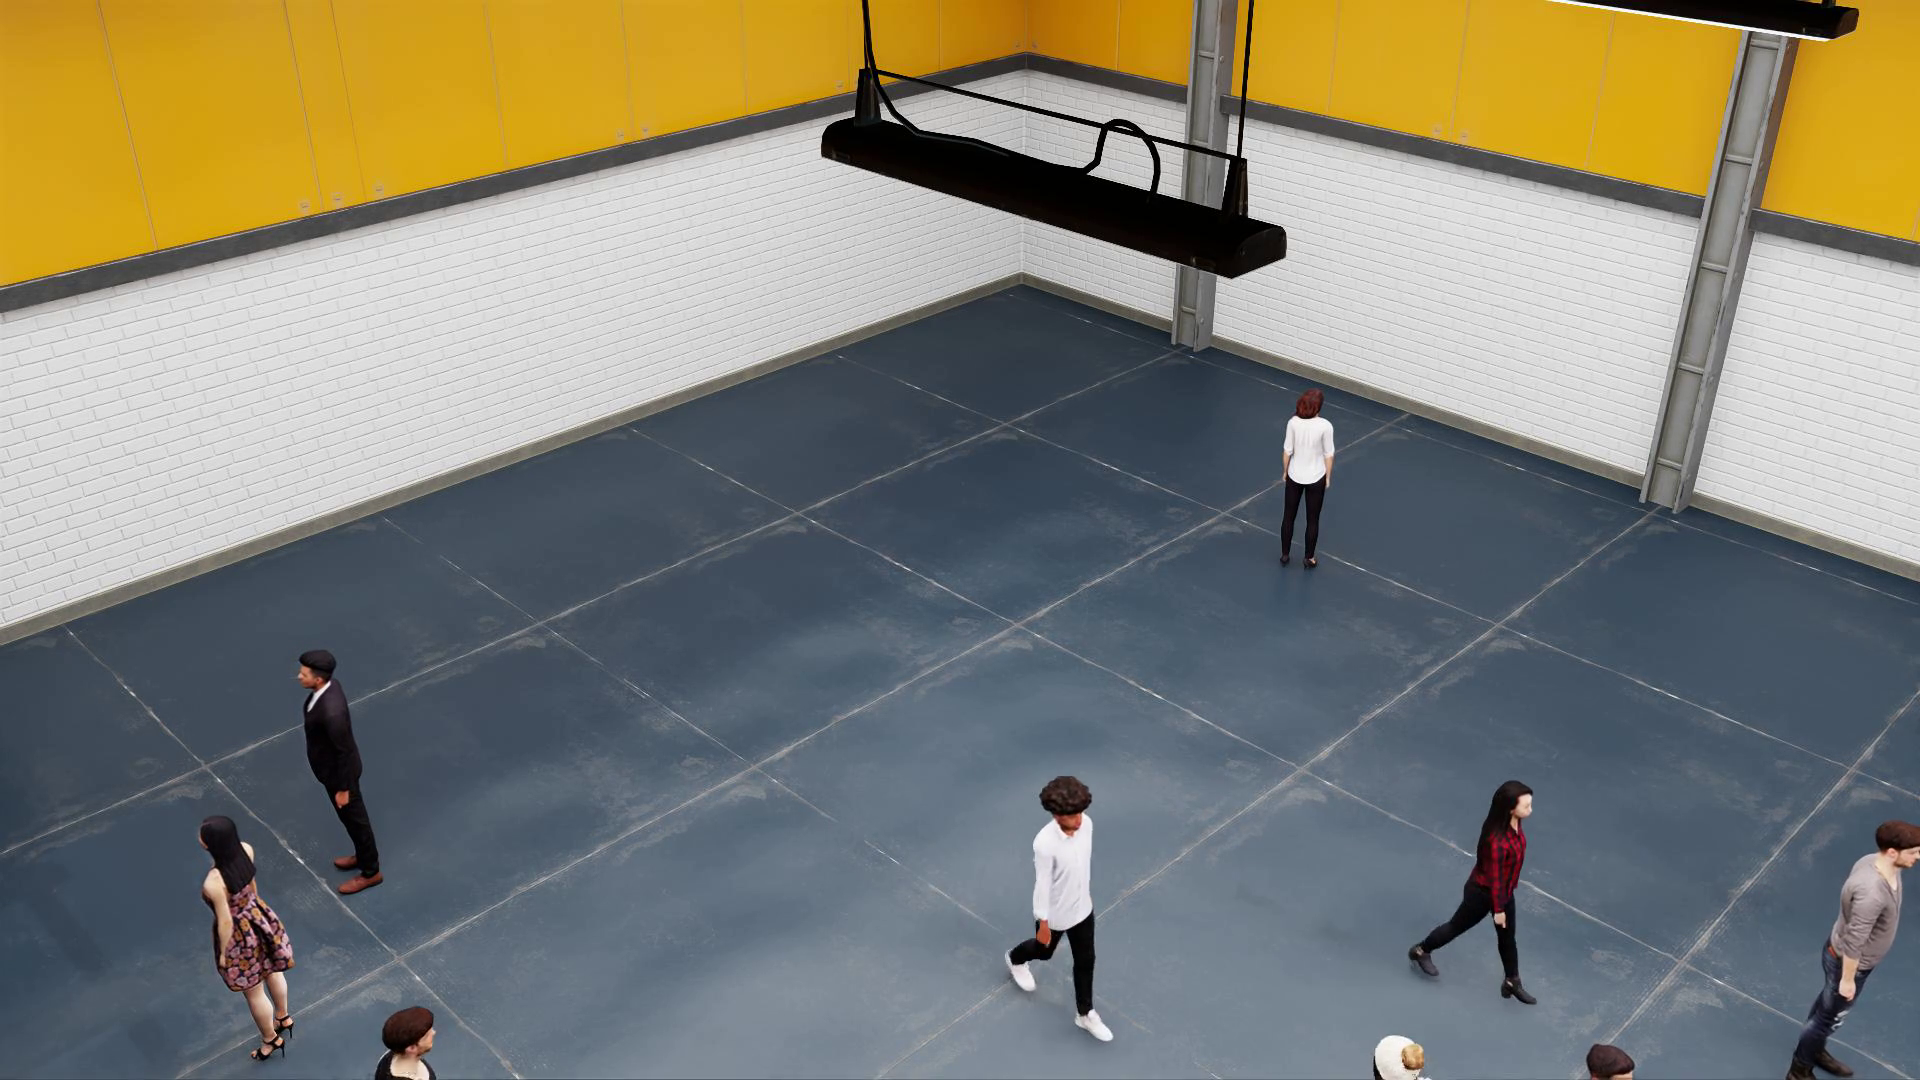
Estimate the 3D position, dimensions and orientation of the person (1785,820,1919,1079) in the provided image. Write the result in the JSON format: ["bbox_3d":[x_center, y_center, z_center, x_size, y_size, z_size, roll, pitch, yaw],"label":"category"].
[{"bbox_3d":[5.159,2.405,9.637,0.609,1.903,0.703,20,35,32],"label":"person"}]

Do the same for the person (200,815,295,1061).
[{"bbox_3d":[-4.246,2.351,9.870,0.854,1.775,0.804,3,29,6],"label":"person"}]

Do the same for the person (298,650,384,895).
[{"bbox_3d":[-4.183,1.535,11.251,0.823,1.884,0.636,-12,31,-21],"label":"person"}]

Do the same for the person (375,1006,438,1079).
[{"bbox_3d":[-2.775,3.130,8.330,0.851,1.881,0.713,-11,31,-20],"label":"person"}]

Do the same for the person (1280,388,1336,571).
[{"bbox_3d":[3.148,-0.546,15.160,0.582,1.795,0.732,12,31,20],"label":"person"}]

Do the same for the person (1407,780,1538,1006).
[{"bbox_3d":[3.200,2.170,10.372,1.121,1.612,0.774,16,33,27],"label":"person"}]

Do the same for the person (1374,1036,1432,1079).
[{"bbox_3d":[2.144,3.215,8.175,0.776,1.881,0.757,-16,32,-26],"label":"person"}]

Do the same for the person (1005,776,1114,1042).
[{"bbox_3d":[0.568,2.185,10.174,0.692,1.774,1.139,-22,36,-35],"label":"person"}]
